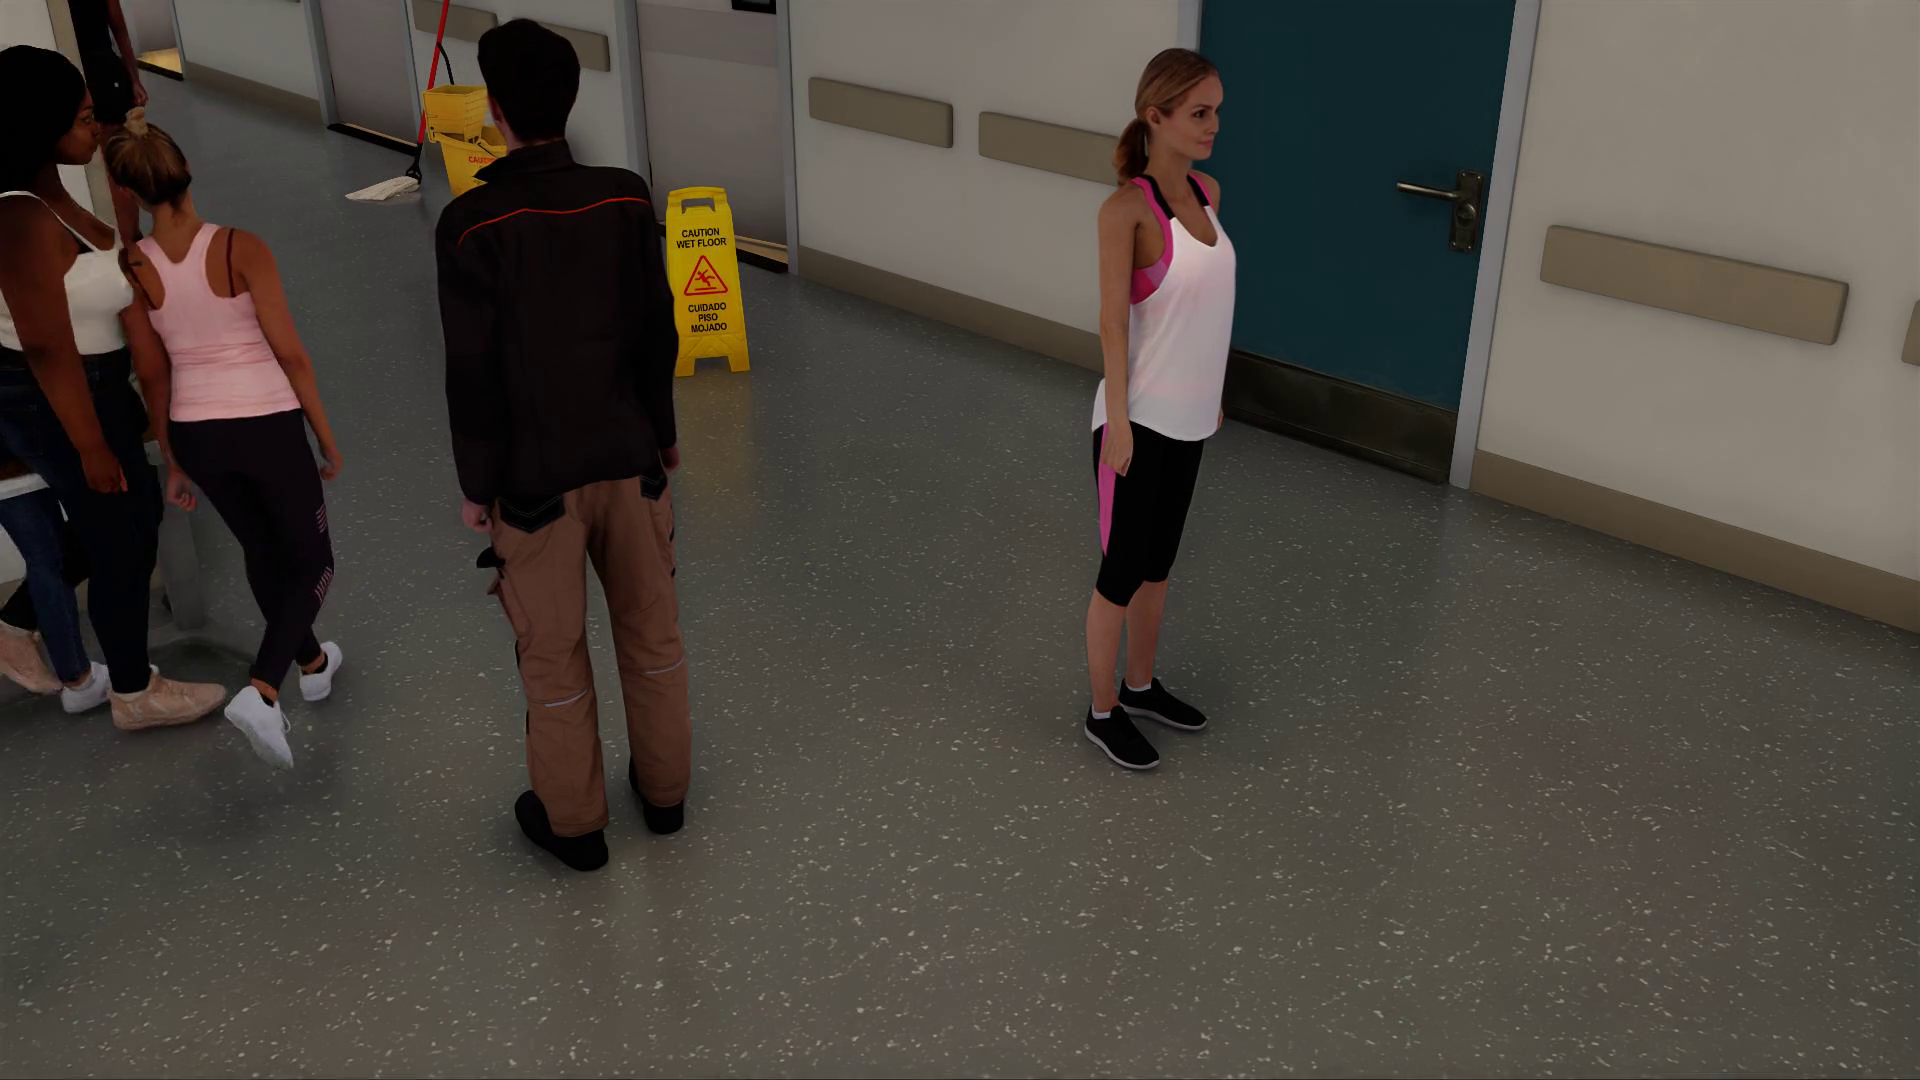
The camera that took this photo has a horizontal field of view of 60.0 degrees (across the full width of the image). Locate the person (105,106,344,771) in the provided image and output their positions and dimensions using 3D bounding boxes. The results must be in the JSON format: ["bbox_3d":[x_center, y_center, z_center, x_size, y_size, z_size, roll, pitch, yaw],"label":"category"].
[{"bbox_3d":[-1.800,-0.215,4.115,0.987,1.640,1.048,2,26,3],"label":"person"}]

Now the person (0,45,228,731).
[{"bbox_3d":[-2.277,-0.280,4.084,0.899,1.784,0.893,-13,29,-25],"label":"person"}]

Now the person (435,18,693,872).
[{"bbox_3d":[-0.851,-0.151,3.654,0.723,1.924,0.643,-18,31,-33],"label":"person"}]

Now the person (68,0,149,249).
[{"bbox_3d":[-4.103,-2.090,7.914,0.663,1.718,0.900,-20,32,-36],"label":"person"}]

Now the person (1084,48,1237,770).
[{"bbox_3d":[0.471,-0.297,4.112,0.537,1.789,0.615,20,32,36],"label":"person"}]
